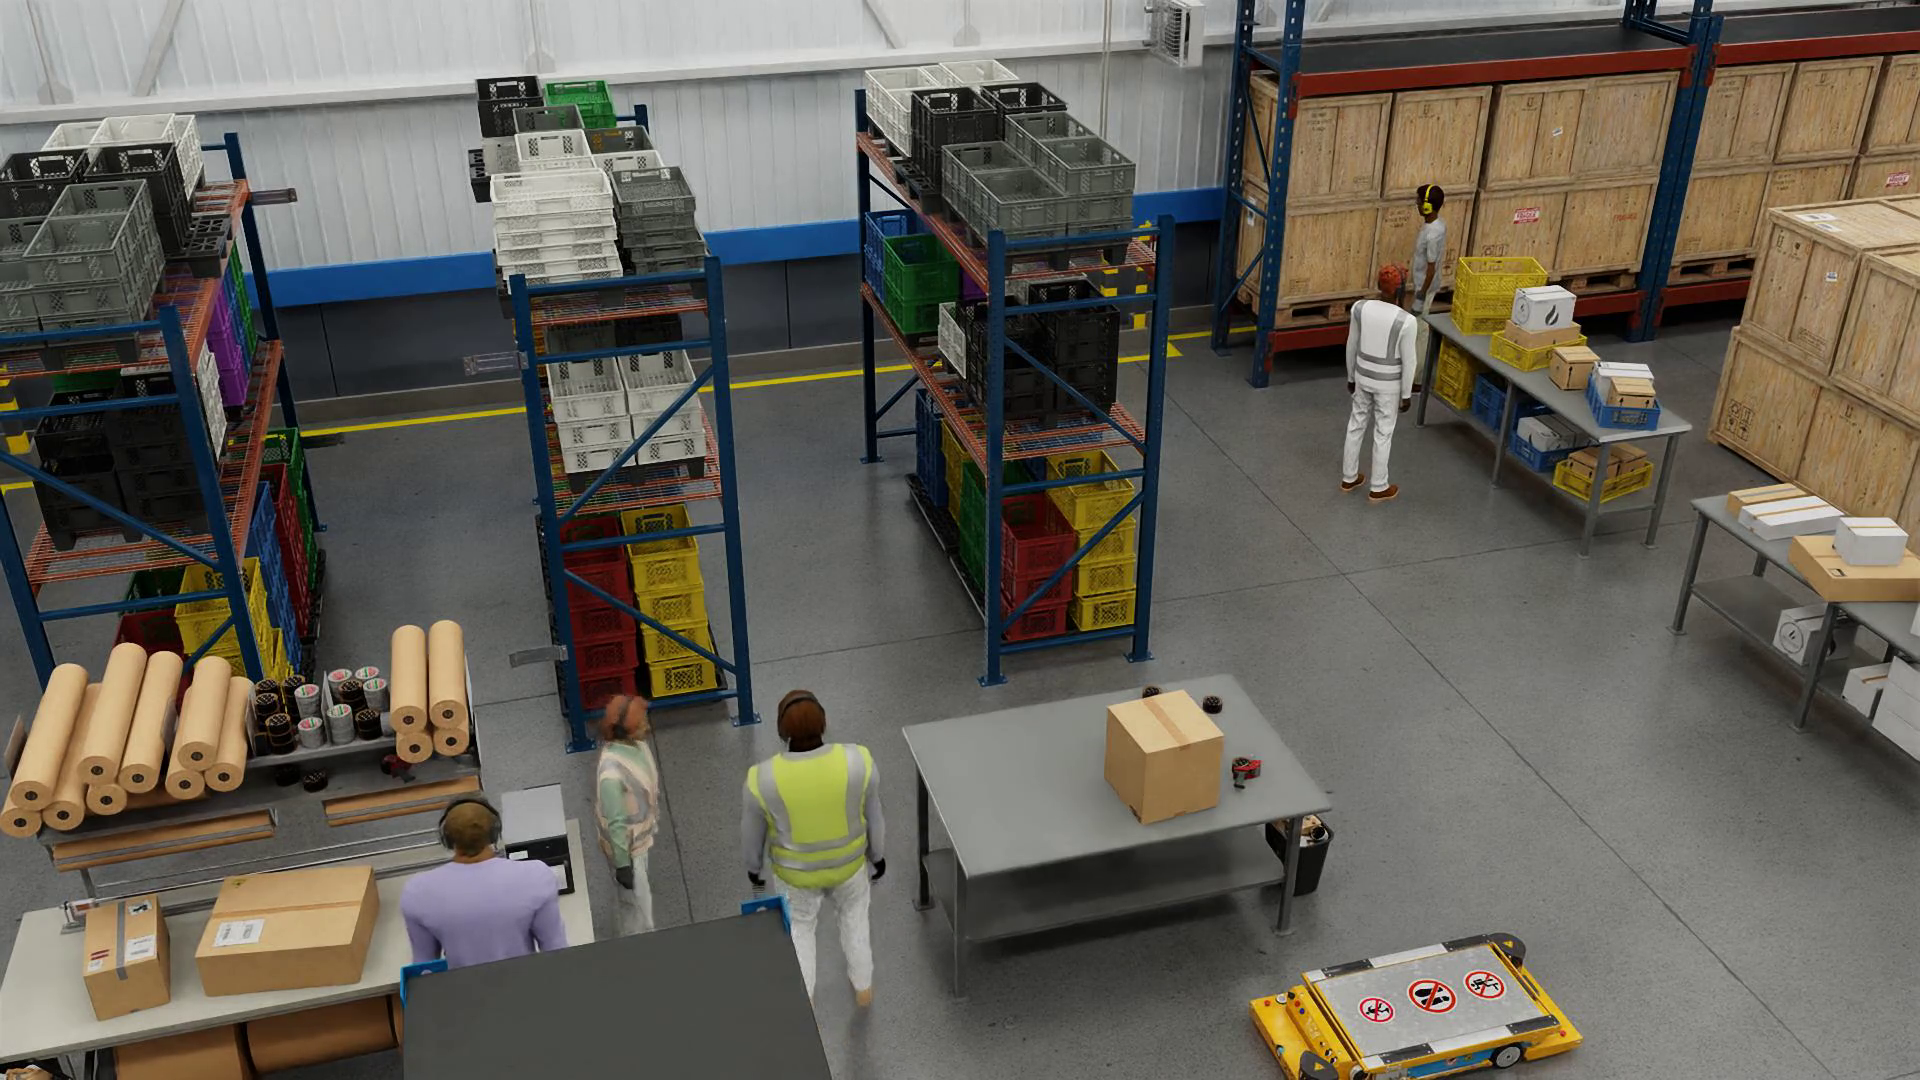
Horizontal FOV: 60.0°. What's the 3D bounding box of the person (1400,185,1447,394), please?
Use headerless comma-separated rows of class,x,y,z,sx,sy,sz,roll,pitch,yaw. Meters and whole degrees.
person,4.003,-2.171,14.443,0.327,1.865,0.517,9,30,15

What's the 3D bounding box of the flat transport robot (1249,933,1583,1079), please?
flat transport robot,2.184,2.282,7.980,1.431,0.197,0.652,-8,30,-14

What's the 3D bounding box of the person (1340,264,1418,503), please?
person,3.185,-1.189,12.635,0.355,1.883,0.575,-26,38,-38

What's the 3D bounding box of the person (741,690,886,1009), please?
person,-0.685,1.494,7.806,0.662,1.833,0.455,-6,29,-11

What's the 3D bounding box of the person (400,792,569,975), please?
person,-1.949,1.886,6.997,0.630,1.930,0.374,-4,29,-7

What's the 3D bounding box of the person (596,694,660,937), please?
person,-1.556,1.449,8.099,0.421,1.627,0.554,1,29,2
